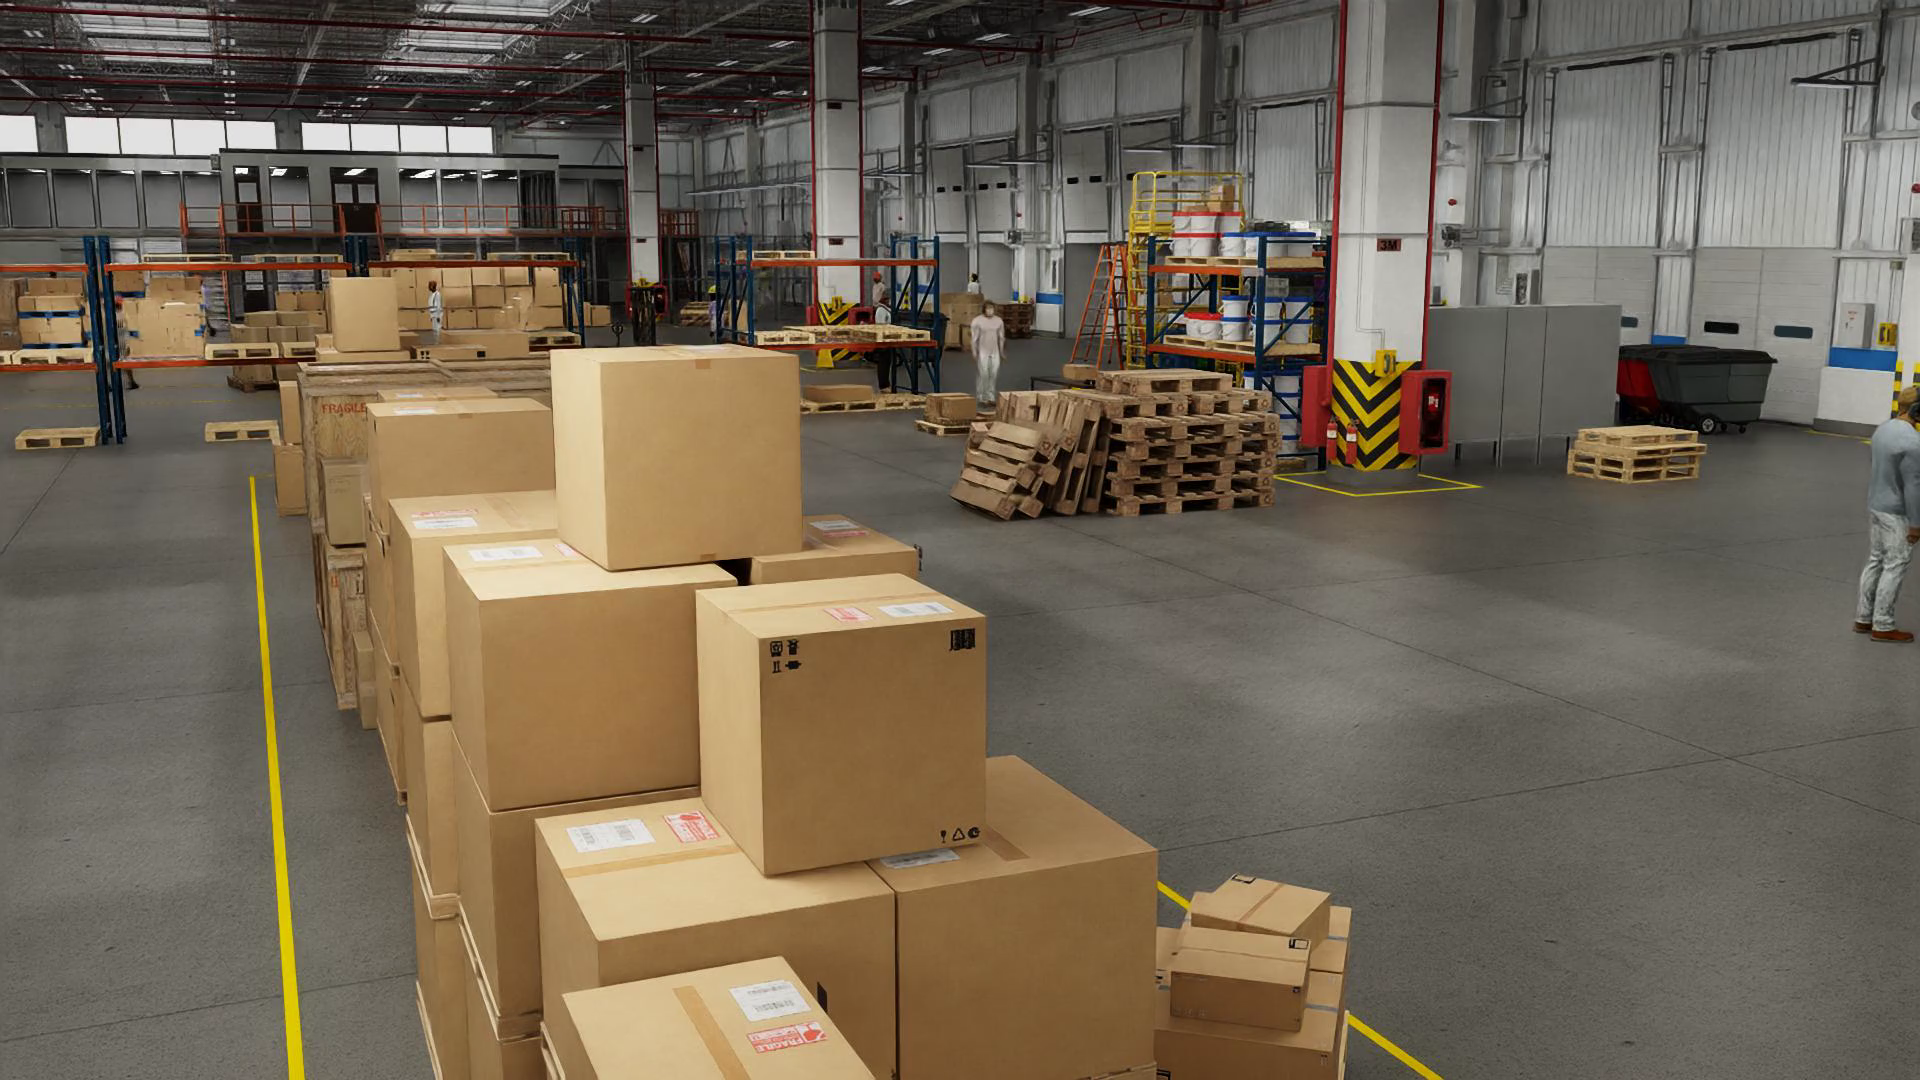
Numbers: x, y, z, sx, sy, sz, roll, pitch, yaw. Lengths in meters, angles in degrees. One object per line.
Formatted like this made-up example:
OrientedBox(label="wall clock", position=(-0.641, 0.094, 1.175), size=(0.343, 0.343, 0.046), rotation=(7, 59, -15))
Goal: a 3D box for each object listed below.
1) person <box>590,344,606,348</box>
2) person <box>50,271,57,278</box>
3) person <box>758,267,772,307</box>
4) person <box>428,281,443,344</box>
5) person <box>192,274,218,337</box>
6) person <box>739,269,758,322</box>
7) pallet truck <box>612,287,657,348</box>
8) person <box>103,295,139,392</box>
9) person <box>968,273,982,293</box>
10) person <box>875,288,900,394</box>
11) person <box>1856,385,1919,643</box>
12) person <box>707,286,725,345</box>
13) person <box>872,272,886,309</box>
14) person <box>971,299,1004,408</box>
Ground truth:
OrientedBox(label="person", position=(-4.023, -1.315, 18.877), size=(0.636, 1.822, 0.754), rotation=(4, 11, 21))
OrientedBox(label="person", position=(-30.850, -8.217, 56.748), size=(0.983, 1.864, 0.616), rotation=(3, 11, 18))
OrientedBox(label="person", position=(-8.571, -11.134, 72.965), size=(0.631, 1.825, 0.601), rotation=(-9, 13, -39))
OrientedBox(label="person", position=(-14.047, -6.006, 44.569), size=(0.351, 1.878, 0.568), rotation=(-8, 13, -37))
OrientedBox(label="person", position=(-23.123, -7.134, 50.698), size=(0.866, 1.913, 0.550), rotation=(0, 10, 1))
OrientedBox(label="person", position=(-7.724, -8.757, 59.683), size=(0.970, 1.894, 0.656), rotation=(-3, 11, -18))
OrientedBox(label="pallet truck", position=(-6.464, -4.406, 35.401), size=(0.823, 1.965, 1.885), rotation=(6, 12, 32))
OrientedBox(label="person", position=(-16.619, -3.877, 32.759), size=(0.553, 1.907, 0.932), rotation=(1, 10, 8))
OrientedBox(label="person", position=(0.457, -7.652, 53.630), size=(0.531, 1.876, 0.317), rotation=(-5, 11, -25))
OrientedBox(label="person", position=(-1.386, -3.880, 32.386), size=(0.536, 2.000, 0.682), rotation=(2, 10, 9))
OrientedBox(label="person", position=(6.964, -0.188, 12.369), size=(0.380, 1.928, 0.636), rotation=(1, 10, 3))
OrientedBox(label="person", position=(-5.572, -4.836, 37.966), size=(0.381, 1.924, 0.593), rotation=(3, 11, 15))
OrientedBox(label="person", position=(-2.462, -7.072, 50.112), size=(0.399, 1.989, 0.622), rotation=(-7, 12, -33))
OrientedBox(label="person", position=(0.493, -3.315, 29.557), size=(0.635, 1.936, 0.355), rotation=(-5, 12, -27))
